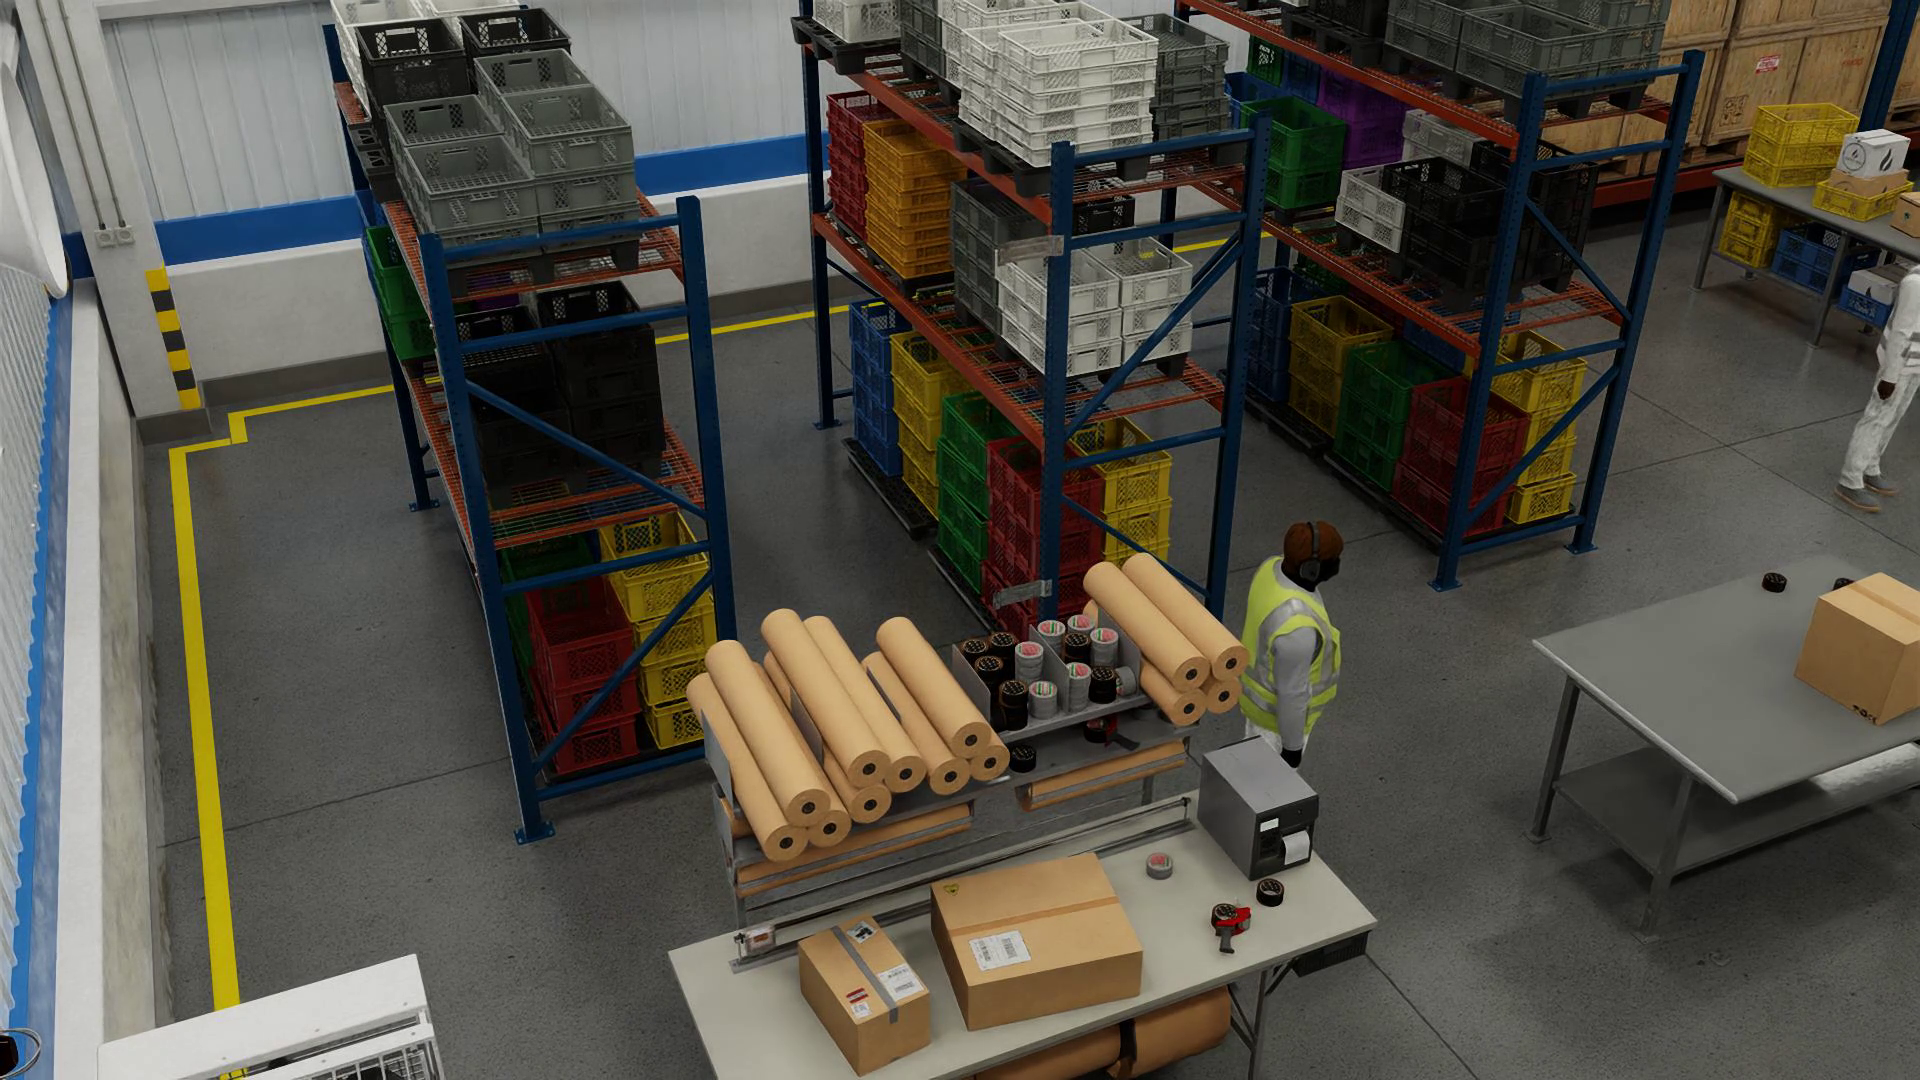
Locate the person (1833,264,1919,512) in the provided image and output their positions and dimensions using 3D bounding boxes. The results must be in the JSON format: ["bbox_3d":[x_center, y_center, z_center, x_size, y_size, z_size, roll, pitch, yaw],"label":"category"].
[{"bbox_3d":[5.795,-1.087,10.182,0.584,1.883,0.337,-24,39,-34],"label":"person"}]

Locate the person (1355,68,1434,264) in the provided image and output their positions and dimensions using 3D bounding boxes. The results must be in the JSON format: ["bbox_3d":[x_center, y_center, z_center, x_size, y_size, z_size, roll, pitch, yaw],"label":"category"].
[{"bbox_3d":[3.370,-2.920,13.108,0.635,1.937,0.352,2,32,2],"label":"person"}]

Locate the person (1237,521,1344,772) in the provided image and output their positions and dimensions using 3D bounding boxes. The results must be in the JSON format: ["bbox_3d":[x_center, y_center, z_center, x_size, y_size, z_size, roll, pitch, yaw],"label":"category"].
[{"bbox_3d":[1.424,0.718,7.304,0.430,1.836,0.630,0,32,0],"label":"person"}]
